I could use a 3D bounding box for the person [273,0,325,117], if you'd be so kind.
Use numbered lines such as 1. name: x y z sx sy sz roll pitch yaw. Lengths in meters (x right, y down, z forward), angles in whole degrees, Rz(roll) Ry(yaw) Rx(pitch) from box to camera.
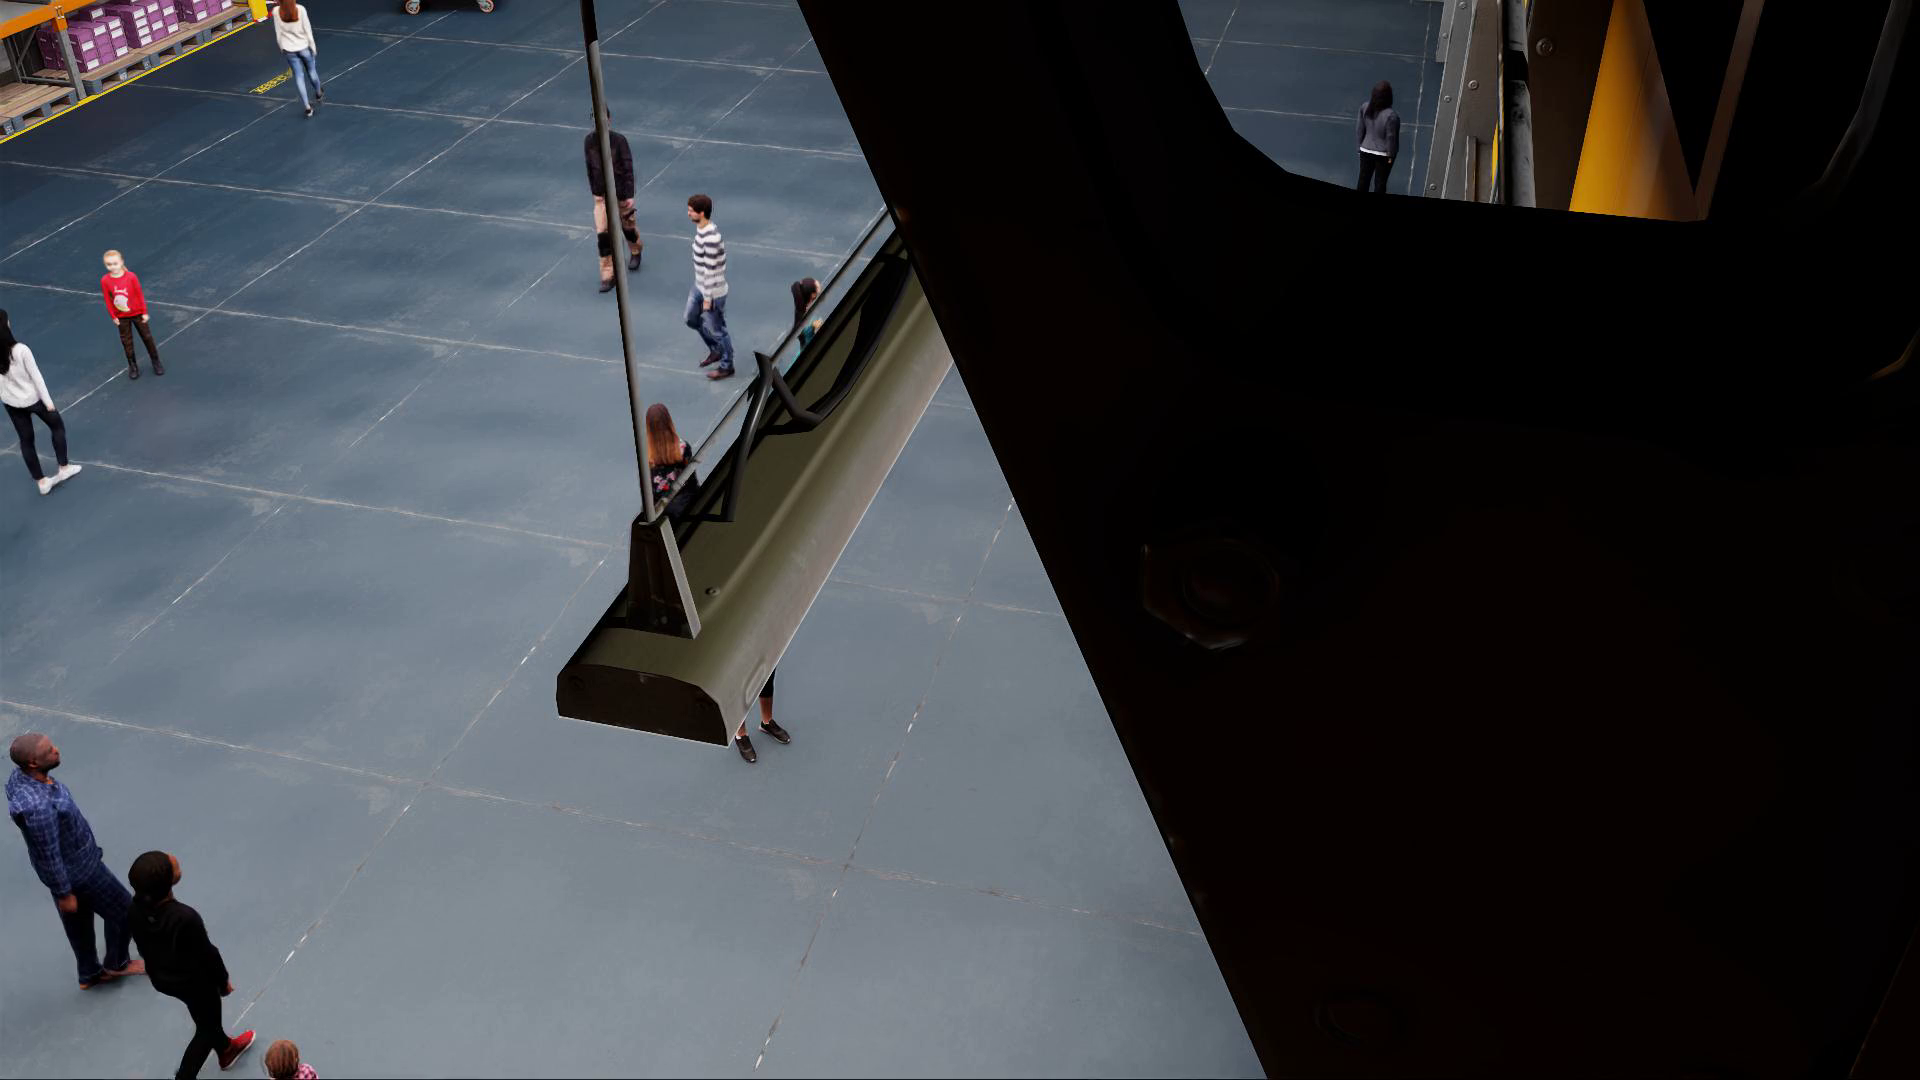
1. person: -8.729 -6.426 21.918 0.919 1.660 1.116 -7 34 -10

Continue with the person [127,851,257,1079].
1. person: -4.106 2.356 8.716 0.641 1.649 0.993 8 34 12

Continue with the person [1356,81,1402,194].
1. person: 4.773 -4.459 19.015 0.829 1.597 0.796 -28 43 -35

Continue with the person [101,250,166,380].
1. person: -7.913 -2.164 15.848 0.565 1.281 0.613 -13 36 -19

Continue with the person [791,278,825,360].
1. person: -1.329 -1.495 14.479 0.729 1.682 0.686 -24 40 -31

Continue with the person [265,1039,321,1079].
1. person: -3.355 2.906 8.455 0.501 1.022 0.566 -20 39 -27

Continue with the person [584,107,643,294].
1. person: -3.612 -3.644 17.532 0.858 1.882 1.288 2 34 4

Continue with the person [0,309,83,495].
1. person: -7.877 -1.127 13.916 0.697 1.692 0.708 2 34 3

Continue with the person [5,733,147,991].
1. person: -5.088 1.857 9.324 0.877 1.806 0.831 -20 39 -28

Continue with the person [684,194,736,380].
1. person: -2.262 -2.383 15.674 0.845 1.839 0.770 -13 36 -19

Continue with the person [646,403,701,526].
1. person: -2.182 -0.250 12.618 0.718 1.669 0.972 0 34 0
